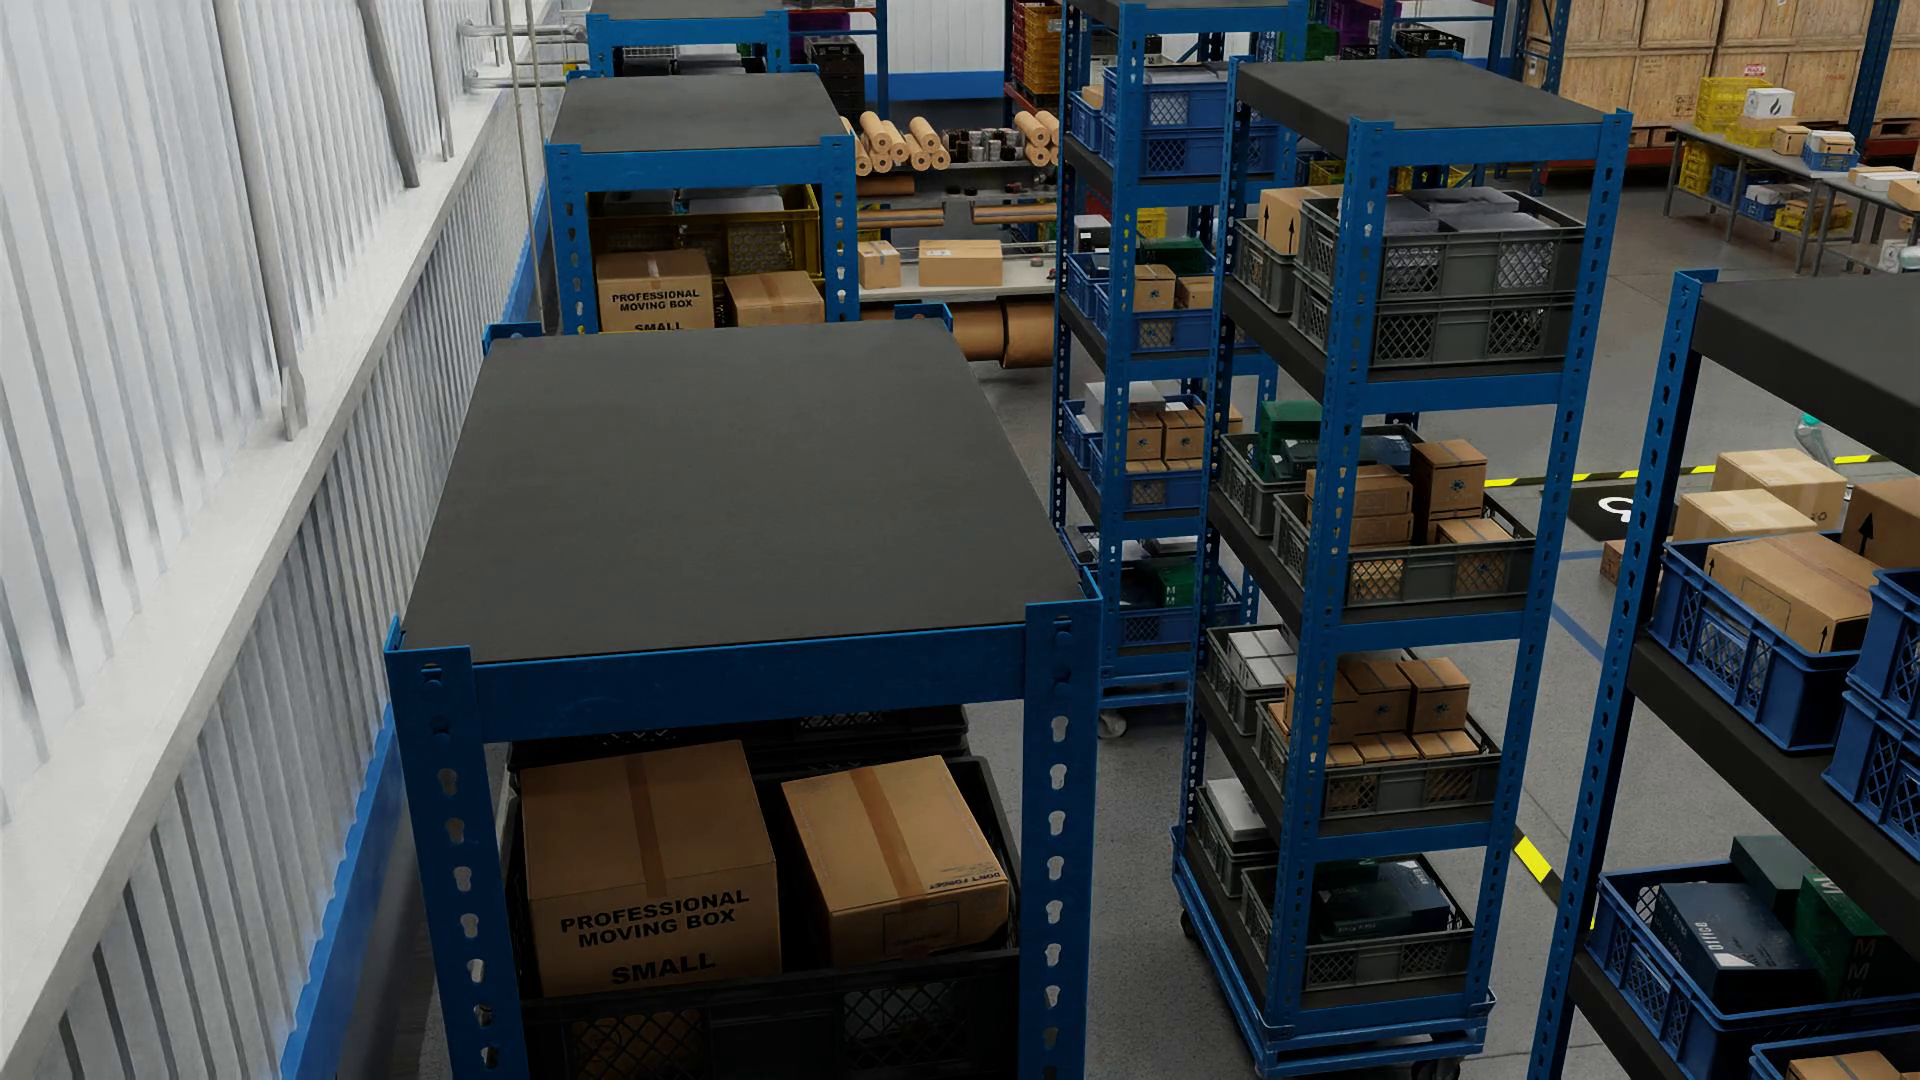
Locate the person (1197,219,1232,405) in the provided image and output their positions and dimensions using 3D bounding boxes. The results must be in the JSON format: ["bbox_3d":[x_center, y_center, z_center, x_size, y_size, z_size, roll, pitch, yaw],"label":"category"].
[{"bbox_3d":[1.655,-1.257,11.143,0.403,1.847,0.587,-3,25,-5],"label":"person"}]

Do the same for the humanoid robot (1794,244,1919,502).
[{"bbox_3d":[5.774,-1.106,10.780,0.735,1.680,0.533,14,28,28],"label":"humanoid robot"}]
